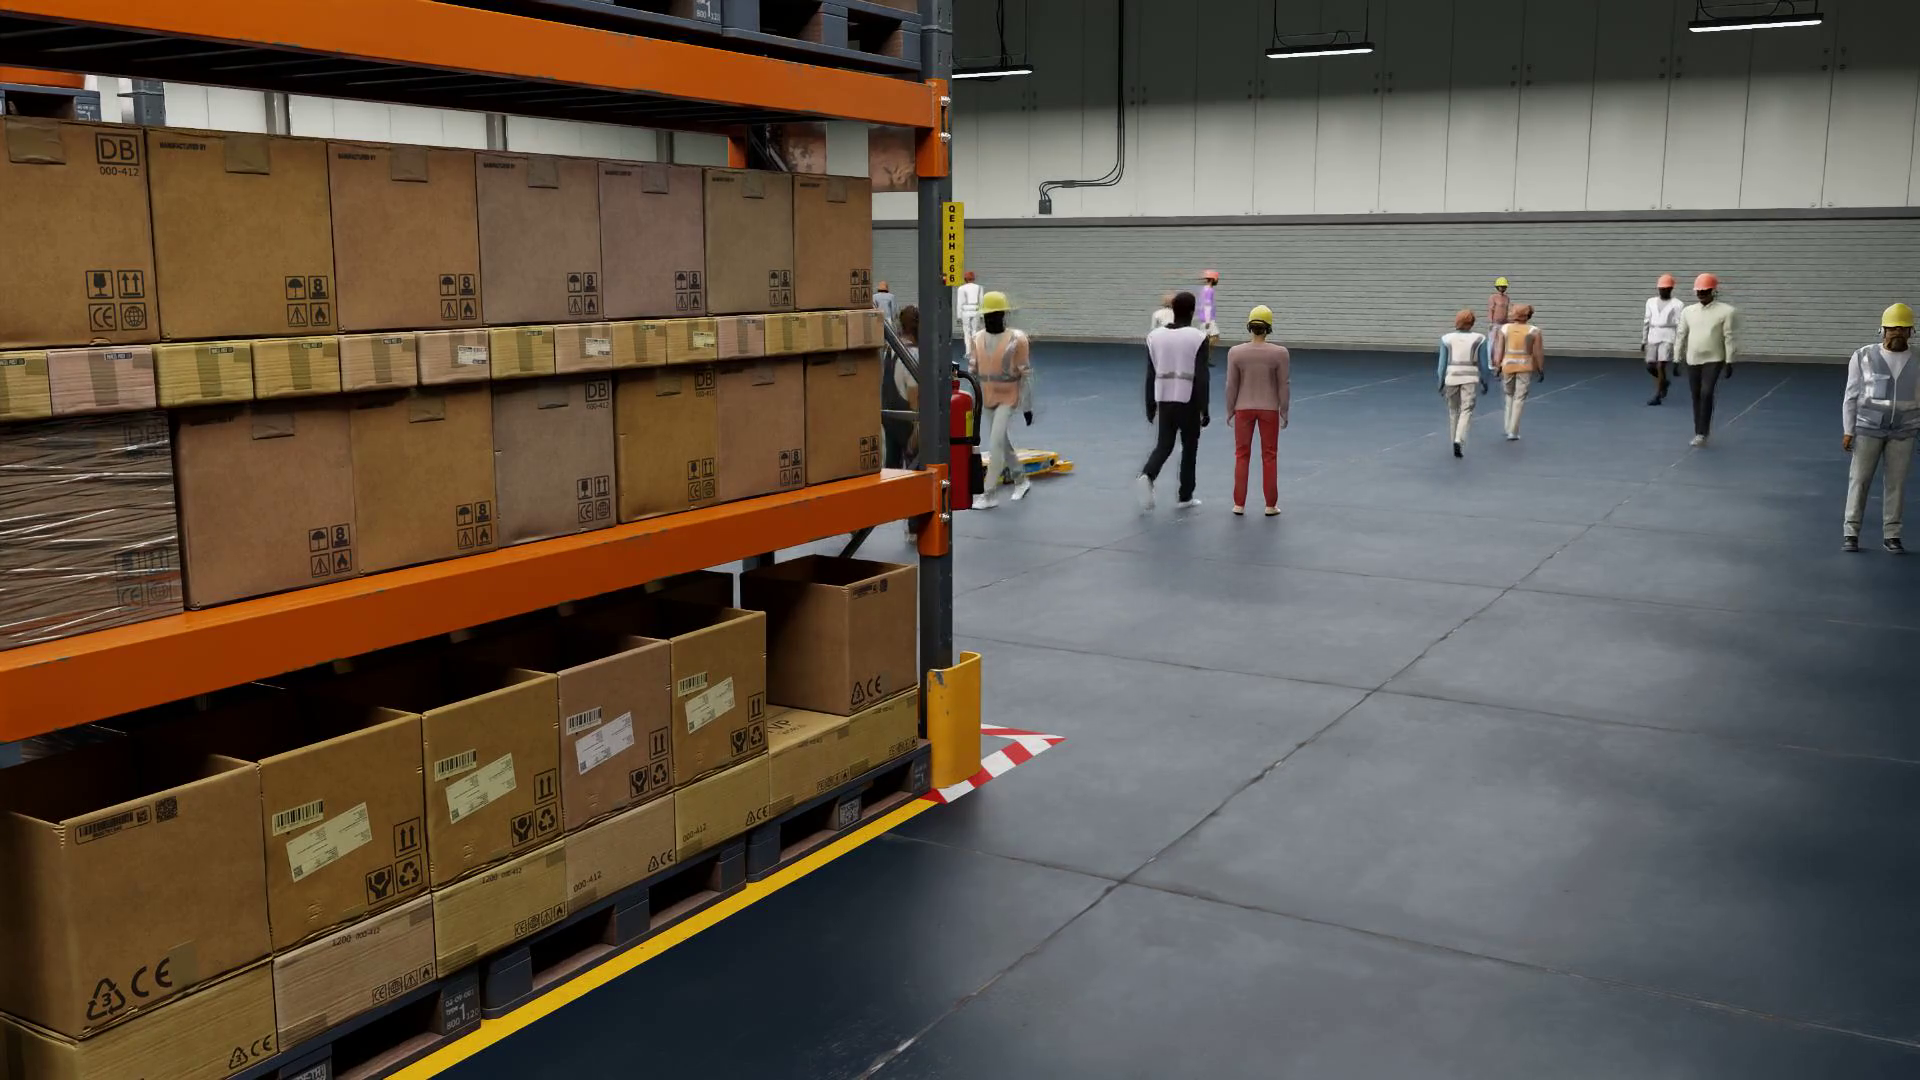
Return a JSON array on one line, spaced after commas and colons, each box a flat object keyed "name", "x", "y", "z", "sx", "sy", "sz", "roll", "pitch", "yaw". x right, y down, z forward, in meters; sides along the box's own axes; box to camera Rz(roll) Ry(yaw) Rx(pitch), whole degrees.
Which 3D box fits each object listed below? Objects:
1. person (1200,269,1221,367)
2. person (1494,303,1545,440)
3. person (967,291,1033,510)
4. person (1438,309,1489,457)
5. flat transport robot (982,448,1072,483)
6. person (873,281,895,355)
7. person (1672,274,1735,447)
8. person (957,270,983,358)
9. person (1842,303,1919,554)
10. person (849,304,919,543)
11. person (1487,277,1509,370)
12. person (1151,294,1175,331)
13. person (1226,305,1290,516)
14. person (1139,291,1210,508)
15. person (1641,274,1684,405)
[{"name": "person", "x": 4.902, "y": -4.341, "z": 32.623, "sx": 0.419, "sy": 1.922, "sz": 0.553, "roll": 0, "pitch": 10, "yaw": 0}, {"name": "person", "x": 6.684, "y": -2.001, "z": 19.773, "sx": 0.552, "sy": 1.613, "sz": 0.665, "roll": 8, "pitch": 12, "yaw": 38}, {"name": "person", "x": 0.364, "y": -1.236, "z": 14.584, "sx": 0.599, "sy": 1.881, "sz": 0.988, "roll": 8, "pitch": 13, "yaw": 40}, {"name": "person", "x": 5.491, "y": -1.723, "z": 18.208, "sx": 0.521, "sy": 1.612, "sz": 0.807, "roll": 5, "pitch": 11, "yaw": 29}, {"name": "flat transport robot", "x": 0.424, "y": -0.734, "z": 16.313, "sx": 0.652, "sy": 0.197, "sz": 1.431, "roll": 8, "pitch": 12, "yaw": 38}, {"name": "person", "x": -1.664, "y": -4.804, "z": 36.157, "sx": 0.507, "sy": 1.631, "sz": 0.265, "roll": -1, "pitch": 10, "yaw": -6}, {"name": "person", "x": 8.471, "y": -2.051, "z": 19.038, "sx": 0.769, "sy": 1.966, "sz": 0.647, "roll": -9, "pitch": 13, "yaw": -44}, {"name": "person", "x": 0.210, "y": -4.791, "z": 35.376, "sx": 0.602, "sy": 1.872, "sz": 0.445, "roll": -4, "pitch": 11, "yaw": -24}, {"name": "person", "x": 6.795, "y": -0.812, "z": 12.197, "sx": 0.586, "sy": 1.835, "sz": 0.403, "roll": 3, "pitch": 10, "yaw": 18}, {"name": "person", "x": -0.511, "y": -0.854, "z": 12.500, "sx": 0.729, "sy": 1.823, "sz": 0.528, "roll": -7, "pitch": 12, "yaw": -35}, {"name": "person", "x": 10.375, "y": -4.164, "z": 32.017, "sx": 0.524, "sy": 1.770, "sz": 0.315, "roll": -6, "pitch": 11, "yaw": -30}, {"name": "person", "x": 3.211, "y": -3.001, "z": 25.754, "sx": 0.579, "sy": 1.581, "sz": 0.934, "roll": 2, "pitch": 10, "yaw": 12}, {"name": "person", "x": 2.497, "y": -1.080, "z": 13.964, "sx": 0.533, "sy": 1.767, "sz": 0.312, "roll": 2, "pitch": 10, "yaw": 14}, {"name": "person", "x": 1.824, "y": -1.175, "z": 14.206, "sx": 0.598, "sy": 1.886, "sz": 0.753, "roll": 7, "pitch": 12, "yaw": 34}, {"name": "person", "x": 10.327, "y": -2.941, "z": 24.413, "sx": 0.674, "sy": 1.920, "sz": 0.565, "roll": -9, "pitch": 13, "yaw": -42}]
